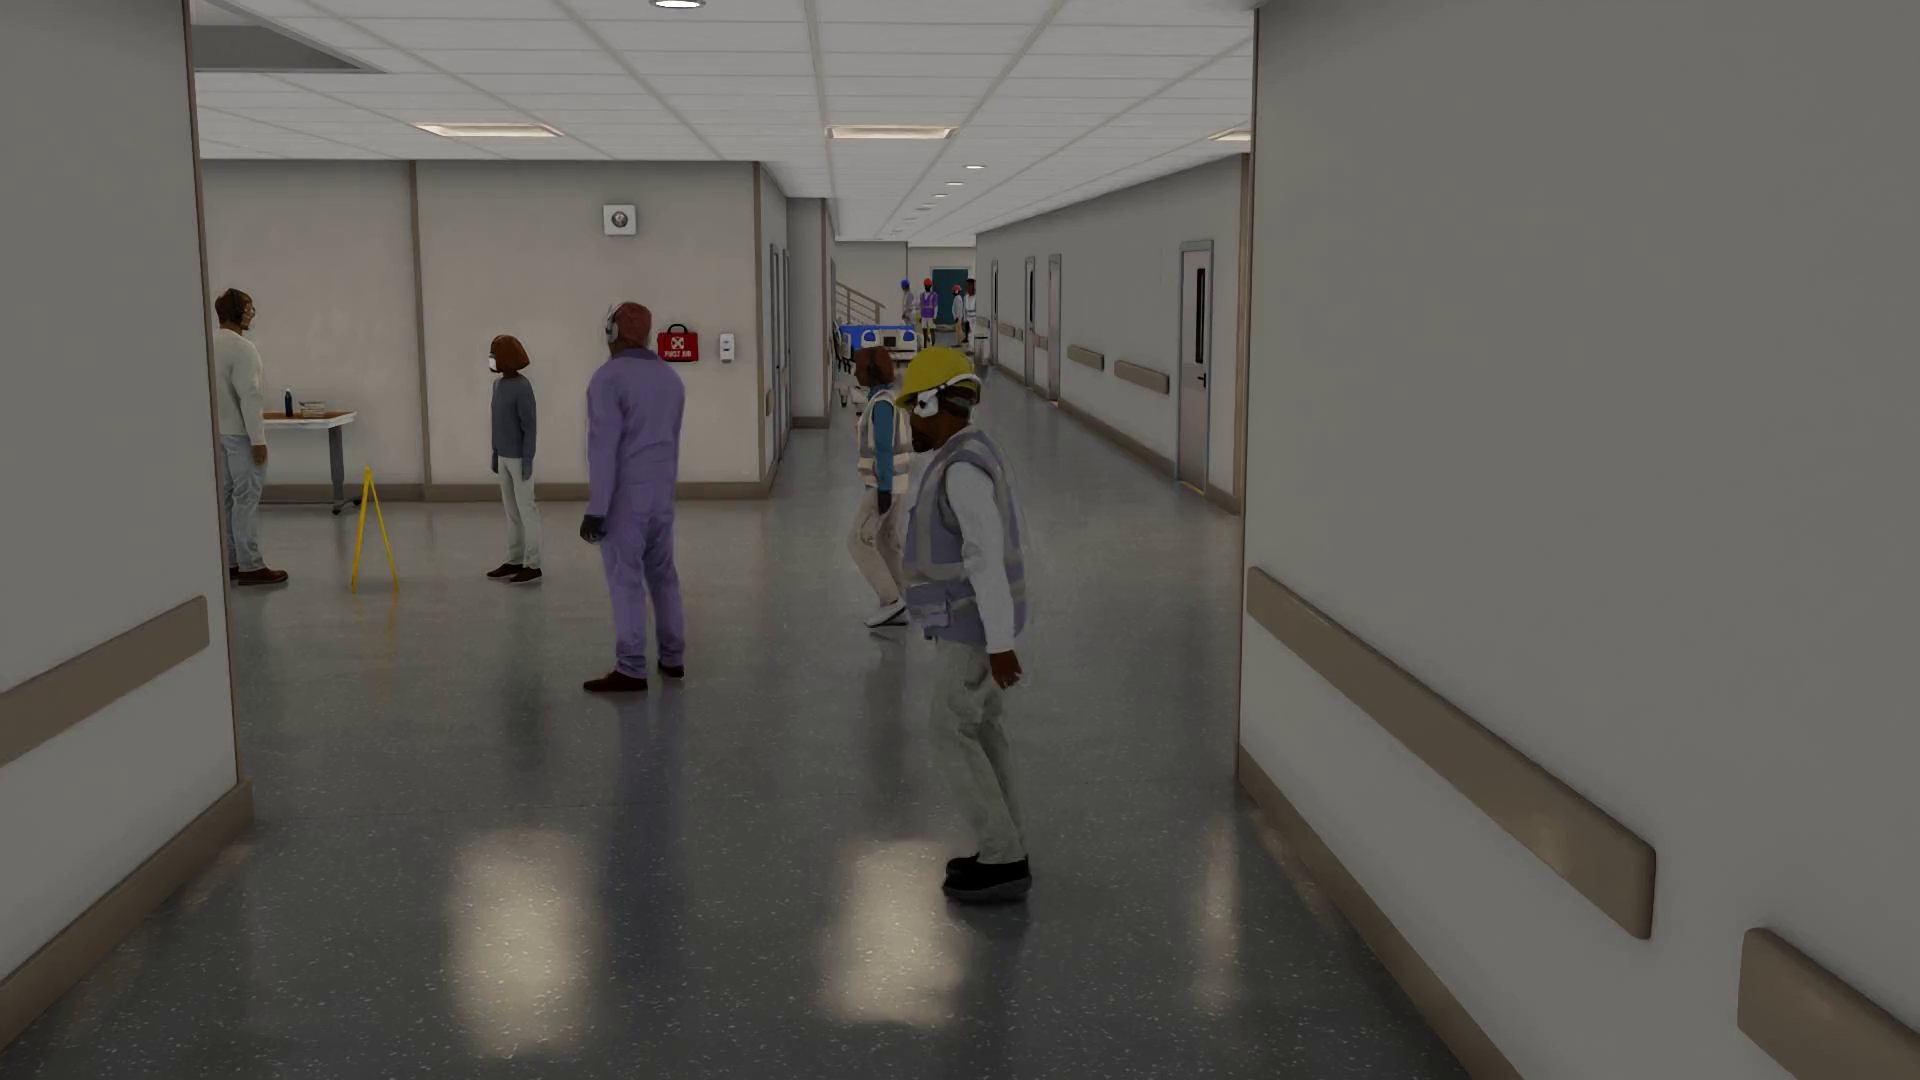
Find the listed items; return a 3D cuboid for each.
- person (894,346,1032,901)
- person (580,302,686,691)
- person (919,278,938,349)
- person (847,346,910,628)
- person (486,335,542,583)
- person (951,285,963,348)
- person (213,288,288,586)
[{"bbox_3d":[0.016,0.266,5.470,0.499,1.790,0.615,0,9,3],"label":"person"},{"bbox_3d":[-1.627,-0.211,8.192,0.393,1.884,0.696,4,10,25],"label":"person"},{"bbox_3d":[-0.839,-5.839,43.326,0.545,1.942,0.351,6,11,32],"label":"person"},{"bbox_3d":[-0.464,-0.291,9.484,0.396,1.622,0.538,-1,9,-4],"label":"person"},{"bbox_3d":[-2.954,-0.534,10.984,0.286,1.634,0.500,-7,12,-39],"label":"person"},{"bbox_3d":[-0.085,-6.252,46.506,0.337,1.752,0.564,1,9,5],"label":"person"},{"bbox_3d":[-4.720,-0.672,10.896,0.636,1.938,0.358,8,12,42],"label":"person"}]
